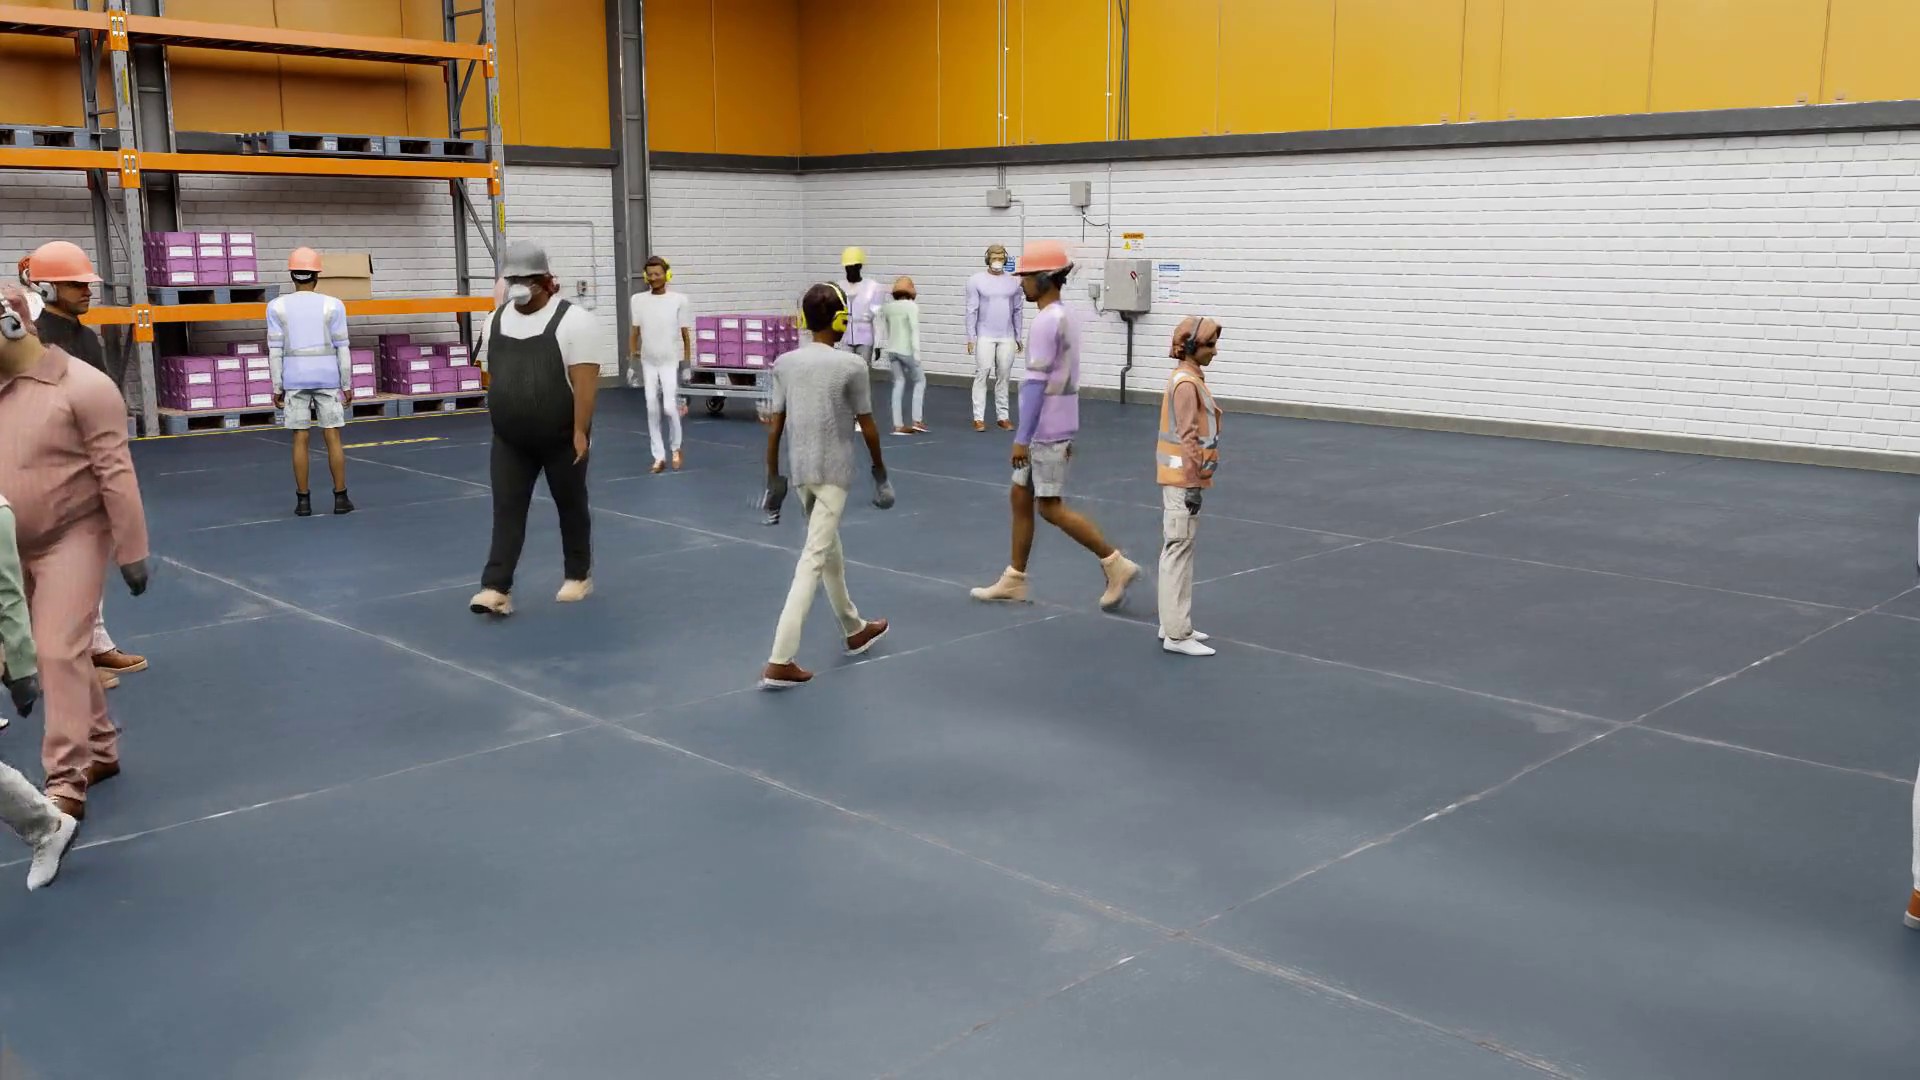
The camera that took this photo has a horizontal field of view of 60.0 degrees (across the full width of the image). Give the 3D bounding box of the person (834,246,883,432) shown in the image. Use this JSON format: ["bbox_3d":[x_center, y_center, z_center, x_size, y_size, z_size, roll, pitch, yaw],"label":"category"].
[{"bbox_3d":[-1.062,-2.047,17.081,0.590,1.910,0.433,3,11,17],"label":"person"}]

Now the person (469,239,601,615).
[{"bbox_3d":[-2.283,-0.611,8.873,0.695,2.000,0.979,2,11,10],"label":"person"}]

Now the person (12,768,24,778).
[{"bbox_3d":[-3.571,0.047,5.830,0.430,1.845,0.619,-3,11,-17],"label":"person"}]

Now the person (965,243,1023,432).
[{"bbox_3d":[0.358,-2.084,17.191,0.634,1.936,0.351,-4,11,-19],"label":"person"}]

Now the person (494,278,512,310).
[{"bbox_3d":[-4.777,-2.169,17.955,0.430,1.836,0.619,-7,13,-35],"label":"person"}]

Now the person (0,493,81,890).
[{"bbox_3d":[-2.876,0.354,4.799,0.513,1.604,0.797,3,11,17],"label":"person"}]

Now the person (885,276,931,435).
[{"bbox_3d":[-0.553,-1.877,16.930,0.523,1.602,0.551,-10,14,-43],"label":"person"}]

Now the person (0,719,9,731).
[{"bbox_3d":[-4.207,-0.028,6.552,0.851,1.730,0.541,-3,11,-16],"label":"person"}]

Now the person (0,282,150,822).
[{"bbox_3d":[-3.223,0.055,5.746,0.664,1.858,0.890,2,11,11],"label":"person"}]

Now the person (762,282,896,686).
[{"bbox_3d":[-0.617,-0.274,7.667,0.493,1.810,1.021,7,13,34],"label":"person"}]

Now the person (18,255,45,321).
[{"bbox_3d":[-6.812,-1.165,12.366,0.574,1.876,0.340,3,11,14],"label":"person"}]

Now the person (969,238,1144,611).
[{"bbox_3d":[0.534,-0.602,8.931,0.915,2.014,0.614,2,11,9],"label":"person"}]

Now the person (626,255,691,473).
[{"bbox_3d":[-2.571,-1.481,14.147,0.525,1.854,0.419,1,10,5],"label":"person"}]

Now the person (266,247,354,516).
[{"bbox_3d":[-4.695,-1.140,12.043,0.549,1.936,0.377,-3,11,-17],"label":"person"}]

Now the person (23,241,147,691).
[{"bbox_3d":[-3.962,-0.329,7.462,0.385,1.993,0.624,-1,10,-3],"label":"person"}]

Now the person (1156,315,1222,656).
[{"bbox_3d":[1.106,-0.267,8.096,0.311,1.639,0.513,1,10,4],"label":"person"}]

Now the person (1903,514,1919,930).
[{"bbox_3d":[2.961,0.210,4.643,0.380,1.951,0.607,-4,11,-21],"label":"person"}]
